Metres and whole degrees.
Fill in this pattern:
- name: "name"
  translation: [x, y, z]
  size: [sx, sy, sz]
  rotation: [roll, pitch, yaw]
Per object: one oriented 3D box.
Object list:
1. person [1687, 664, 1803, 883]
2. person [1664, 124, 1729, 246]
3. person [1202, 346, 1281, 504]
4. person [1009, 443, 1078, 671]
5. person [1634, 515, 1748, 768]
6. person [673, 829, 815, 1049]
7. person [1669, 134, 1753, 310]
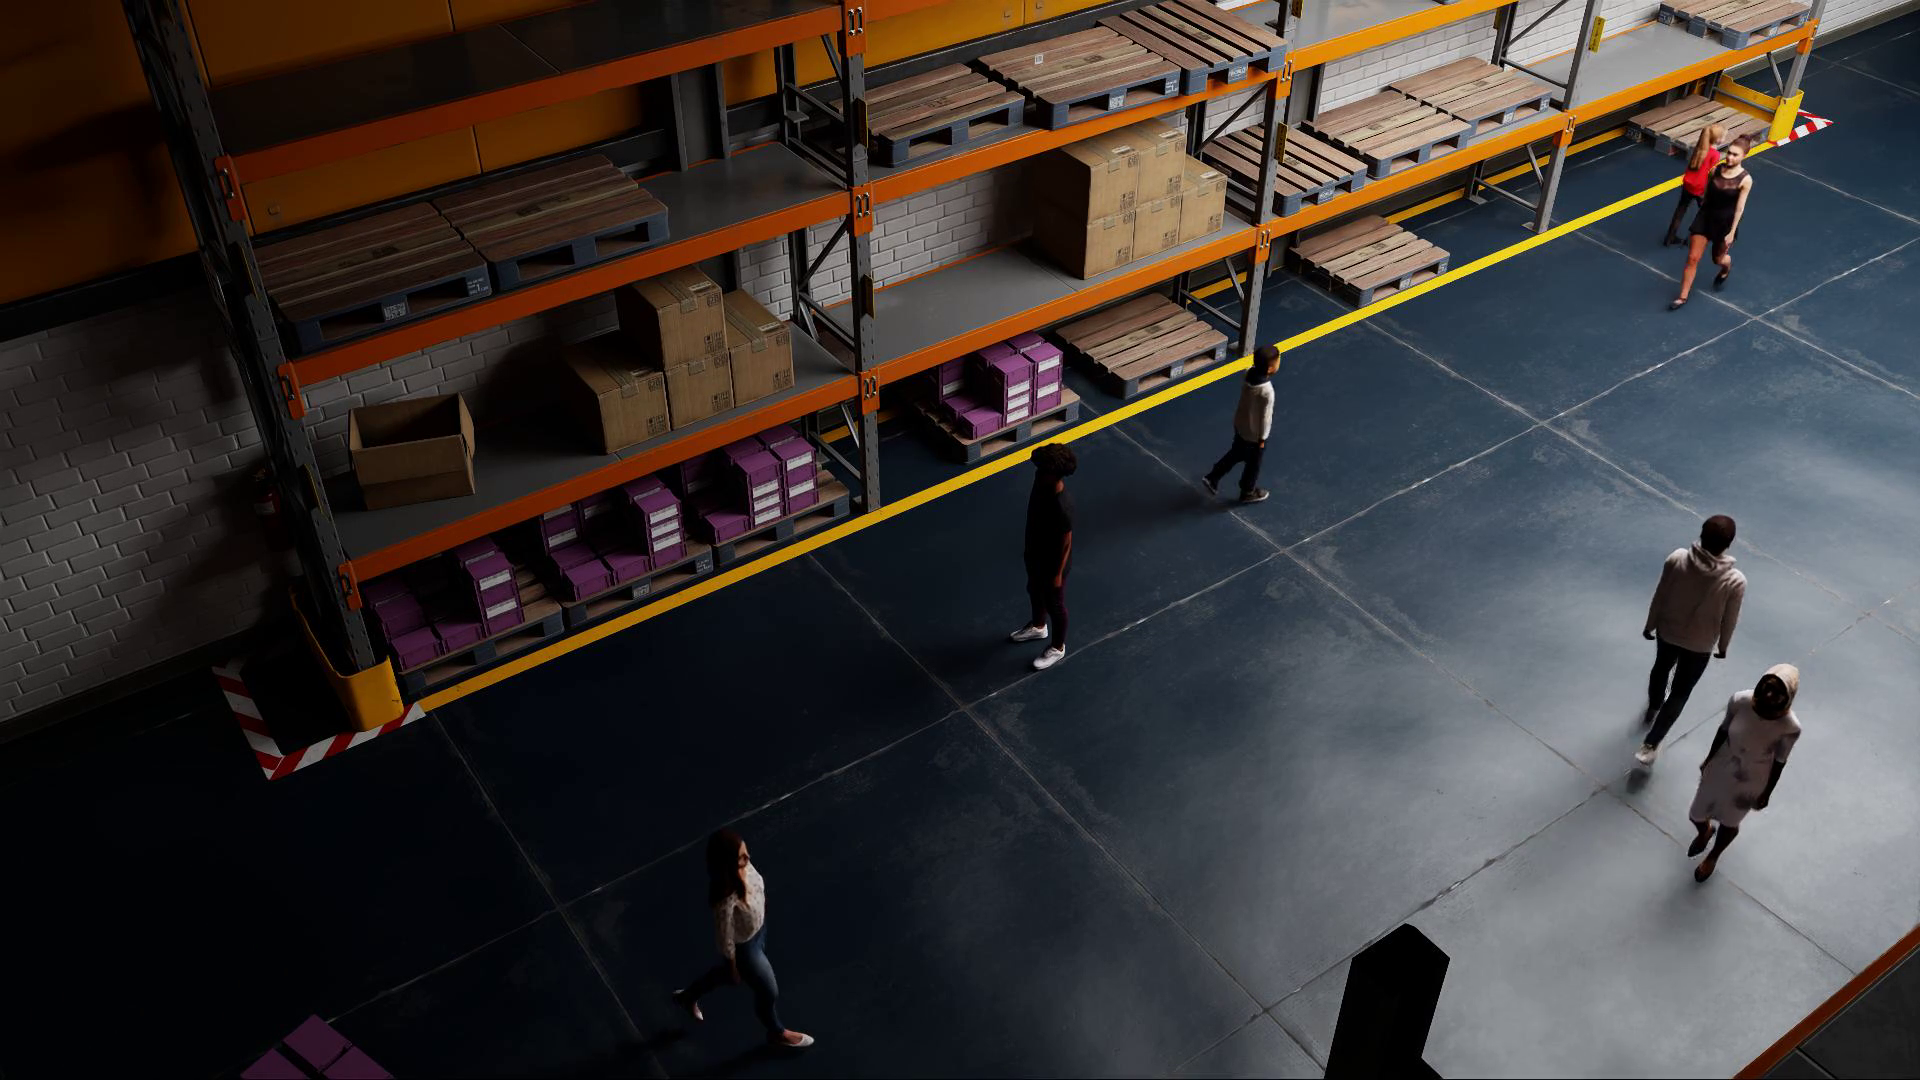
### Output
- name: "person"
  translation: [4.627, 1.336, 9.808]
  size: [0.640, 1.738, 0.662]
  rotation: [30, 47, 32]
- name: "person"
  translation: [7.105, -3.423, 16.145]
  size: [0.665, 1.266, 0.571]
  rotation: [-15, 41, -18]
- name: "person"
  translation: [2.183, -0.861, 12.801]
  size: [0.854, 1.436, 0.715]
  rotation: [-13, 40, -16]
- name: "person"
  translation: [0.601, 0.079, 11.345]
  size: [0.617, 1.784, 0.643]
  rotation: [-18, 42, -21]
- name: "person"
  translation: [4.591, 0.665, 10.580]
  size: [0.918, 1.823, 1.255]
  rotation: [25, 45, 28]
- name: "person"
  translation: [-1.227, 2.122, 8.848]
  size: [1.081, 1.708, 0.991]
  rotation: [5, 39, 6]
- name: "person"
  translation: [6.960, -2.912, 15.196]
  size: [1.012, 1.653, 0.632]
  rotation: [-28, 46, -30]
